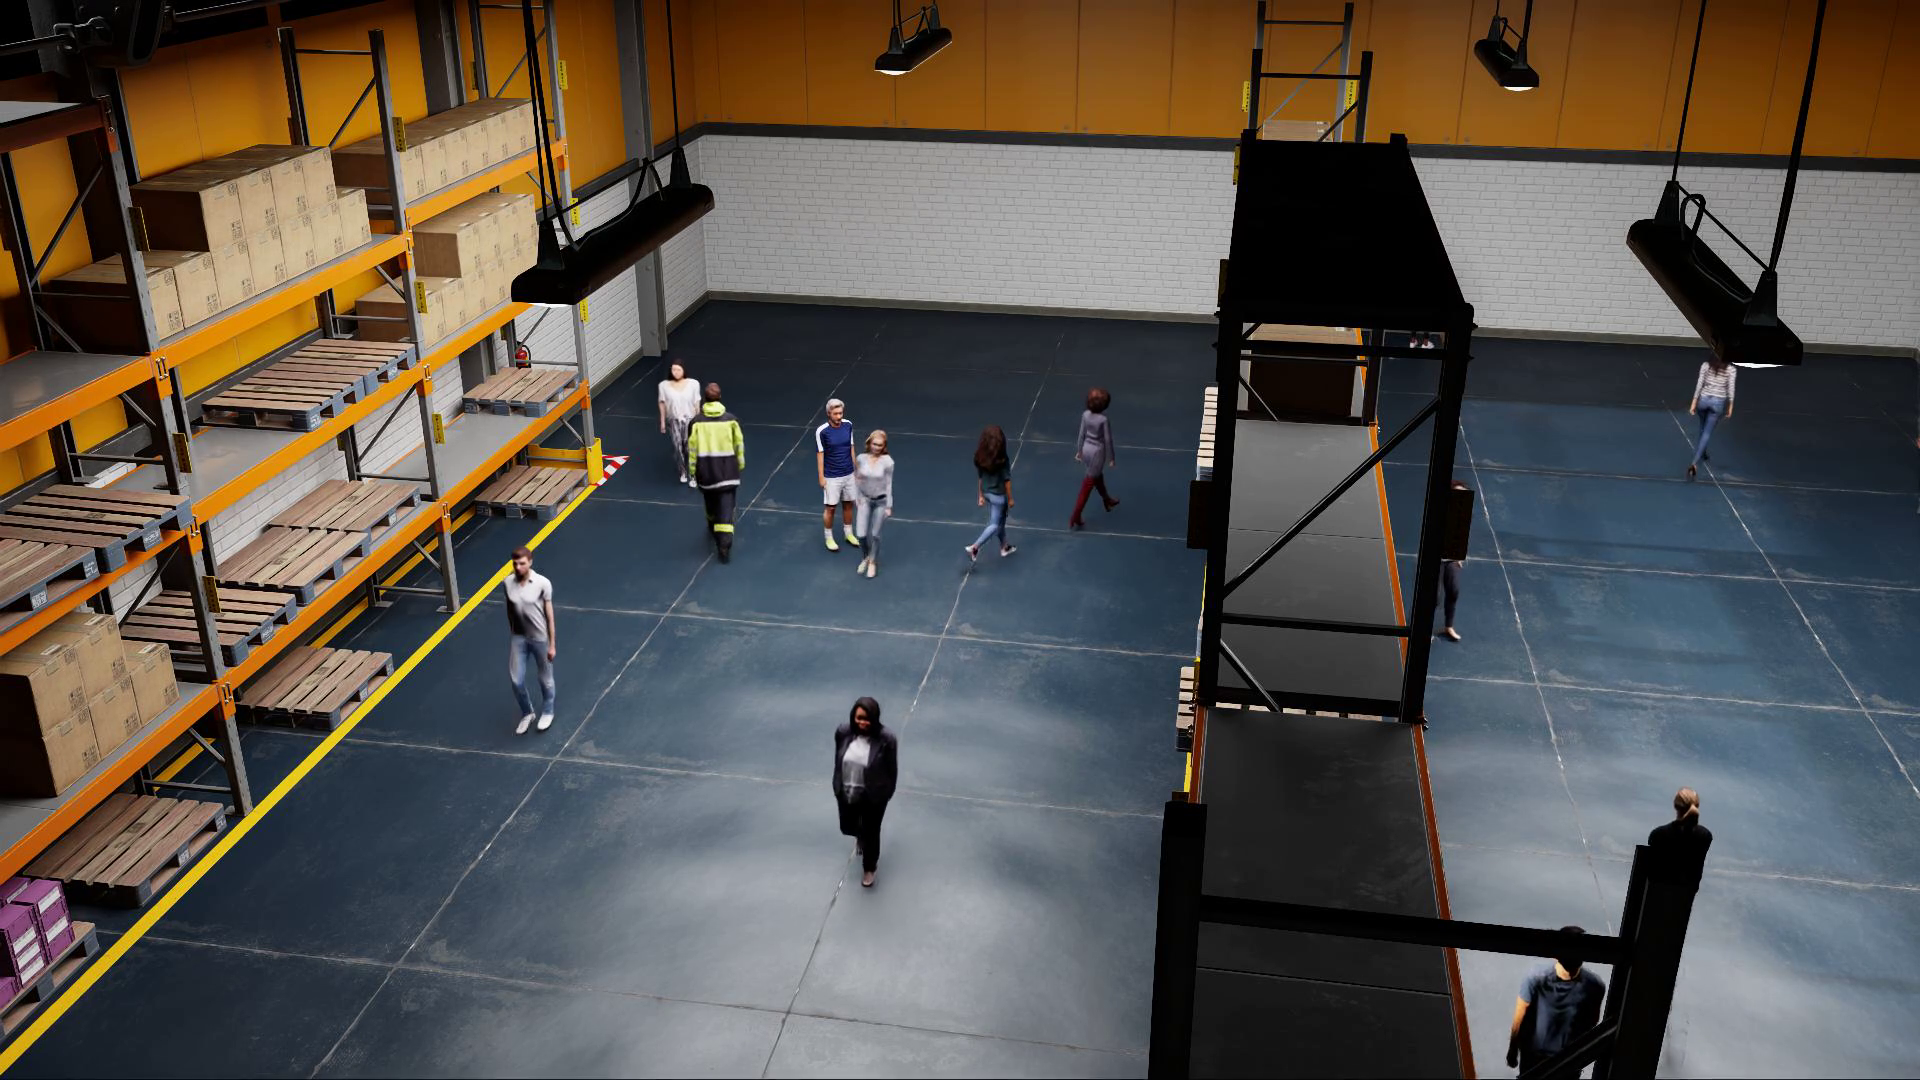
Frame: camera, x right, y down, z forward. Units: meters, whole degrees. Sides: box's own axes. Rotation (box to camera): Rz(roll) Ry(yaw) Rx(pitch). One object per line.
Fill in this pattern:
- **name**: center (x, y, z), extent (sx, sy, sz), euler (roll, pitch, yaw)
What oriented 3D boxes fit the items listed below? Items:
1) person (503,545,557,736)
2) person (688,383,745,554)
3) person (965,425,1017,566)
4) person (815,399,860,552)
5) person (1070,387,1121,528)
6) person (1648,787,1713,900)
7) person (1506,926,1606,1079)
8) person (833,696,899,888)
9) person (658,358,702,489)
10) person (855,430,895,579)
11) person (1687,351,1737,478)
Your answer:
- **person**: center (-3.890, 0.878, 15.272), extent (0.671, 1.836, 0.670), euler (3, 24, 6)
- **person**: center (-2.759, -0.778, 18.928), extent (1.014, 1.940, 1.332), euler (-3, 24, -7)
- **person**: center (0.343, -0.473, 18.670), extent (1.114, 1.589, 0.965), euler (-21, 31, -39)
- **person**: center (-1.411, -0.775, 19.060), extent (0.722, 1.830, 0.785), euler (-16, 28, -33)
- **person**: center (1.528, -0.926, 19.614), extent (1.168, 1.663, 1.052), euler (-19, 30, -36)
- **person**: center (4.979, 2.543, 11.644), extent (0.679, 1.690, 0.647), euler (0, 24, 0)
- **person**: center (3.630, 3.098, 10.272), extent (0.725, 1.771, 1.179), euler (6, 24, 13)
- **person**: center (-0.750, 1.936, 13.169), extent (0.680, 1.580, 0.813), euler (5, 24, 12)
- **person**: center (-3.504, -1.514, 20.960), extent (0.780, 1.661, 0.914), euler (-1, 24, -3)
- **person**: center (-0.946, -0.408, 18.303), extent (0.645, 1.764, 0.604), euler (11, 26, 23)
- **person**: center (9.500, -1.621, 21.104), extent (0.997, 1.743, 1.230), euler (18, 29, 35)
